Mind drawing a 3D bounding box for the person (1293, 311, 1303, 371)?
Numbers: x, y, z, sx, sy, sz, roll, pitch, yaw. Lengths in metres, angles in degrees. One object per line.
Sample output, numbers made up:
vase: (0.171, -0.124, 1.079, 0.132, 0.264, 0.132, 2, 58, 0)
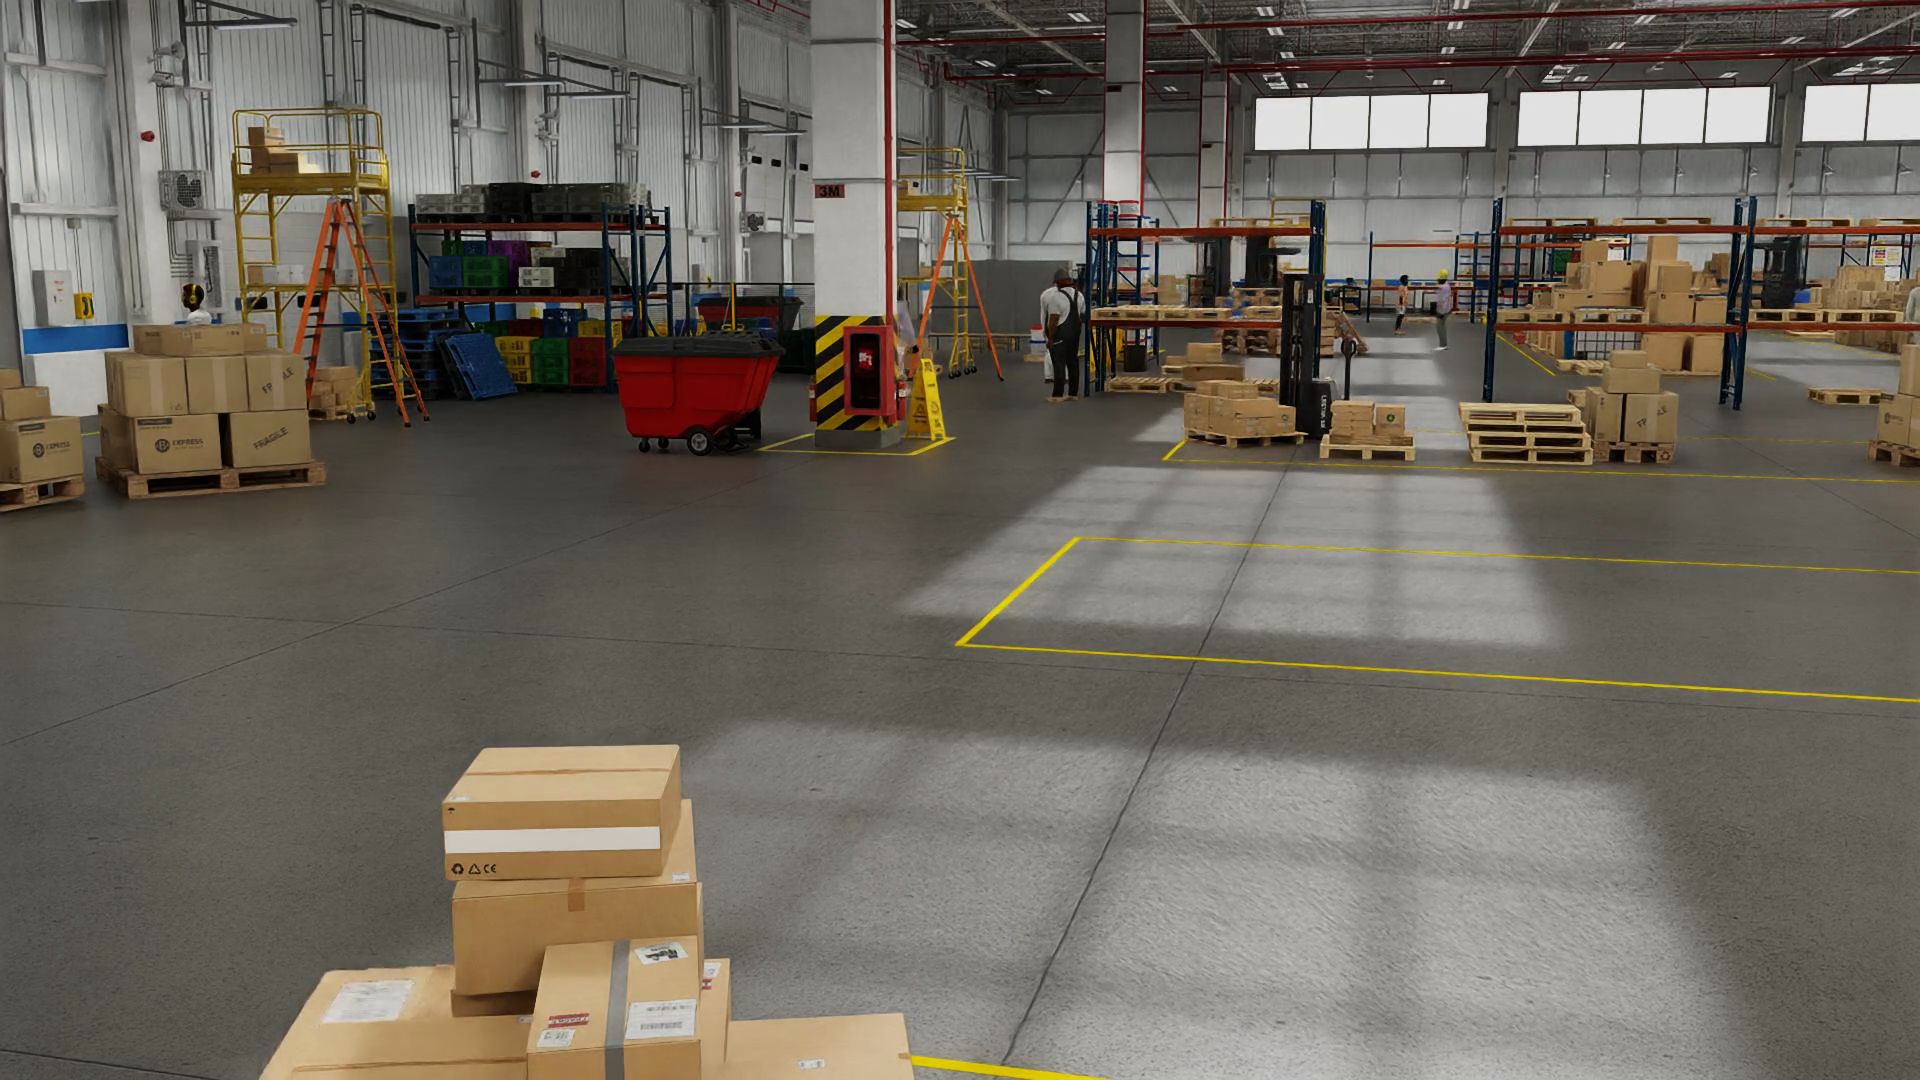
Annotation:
person: (6.626, -4.097, 31.904, 0.325, 1.736, 0.487, 6, 11, 31)

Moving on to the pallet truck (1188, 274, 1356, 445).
pallet truck: (3.653, -2.138, 19.590, 1.885, 1.965, 0.823, -4, 10, -20)

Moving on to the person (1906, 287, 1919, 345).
person: (18.712, -4.225, 32.237, 0.638, 1.893, 1.017, 3, 10, 17)

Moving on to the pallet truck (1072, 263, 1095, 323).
pallet truck: (4.325, -8.180, 55.162, 0.823, 1.965, 1.885, 6, 11, 31)

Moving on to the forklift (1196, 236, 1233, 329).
forklift: (7.948, -7.850, 50.626, 1.873, 2.768, 1.129, -2, 10, -12)

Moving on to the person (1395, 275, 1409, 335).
person: (12.444, -6.612, 46.904, 0.334, 1.666, 0.605, 3, 10, 18)

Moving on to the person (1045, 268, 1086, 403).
person: (1.523, -3.082, 25.017, 0.676, 2.000, 0.536, -9, 13, -41)

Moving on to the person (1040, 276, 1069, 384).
person: (1.683, -3.647, 28.683, 0.629, 1.932, 0.366, 5, 11, 25)

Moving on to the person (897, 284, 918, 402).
person: (-0.955, -2.929, 24.856, 0.962, 1.797, 0.620, -7, 12, -37)

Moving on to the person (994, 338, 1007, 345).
person: (1.039, -5.809, 41.476, 0.816, 1.907, 0.550, -3, 10, -15)

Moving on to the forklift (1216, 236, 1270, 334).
forklift: (7.862, -6.770, 44.262, 1.873, 2.768, 1.129, 6, 12, 33)

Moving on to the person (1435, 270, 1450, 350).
person: (11.336, -5.403, 39.163, 0.384, 1.888, 0.712, 0, 10, 1)

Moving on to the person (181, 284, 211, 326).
person: (-8.821, -2.021, 19.258, 0.323, 1.876, 0.530, -1, 10, -6)

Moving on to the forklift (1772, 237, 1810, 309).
forklift: (26.166, -8.222, 52.814, 1.873, 2.768, 1.129, -1, 10, -7)
